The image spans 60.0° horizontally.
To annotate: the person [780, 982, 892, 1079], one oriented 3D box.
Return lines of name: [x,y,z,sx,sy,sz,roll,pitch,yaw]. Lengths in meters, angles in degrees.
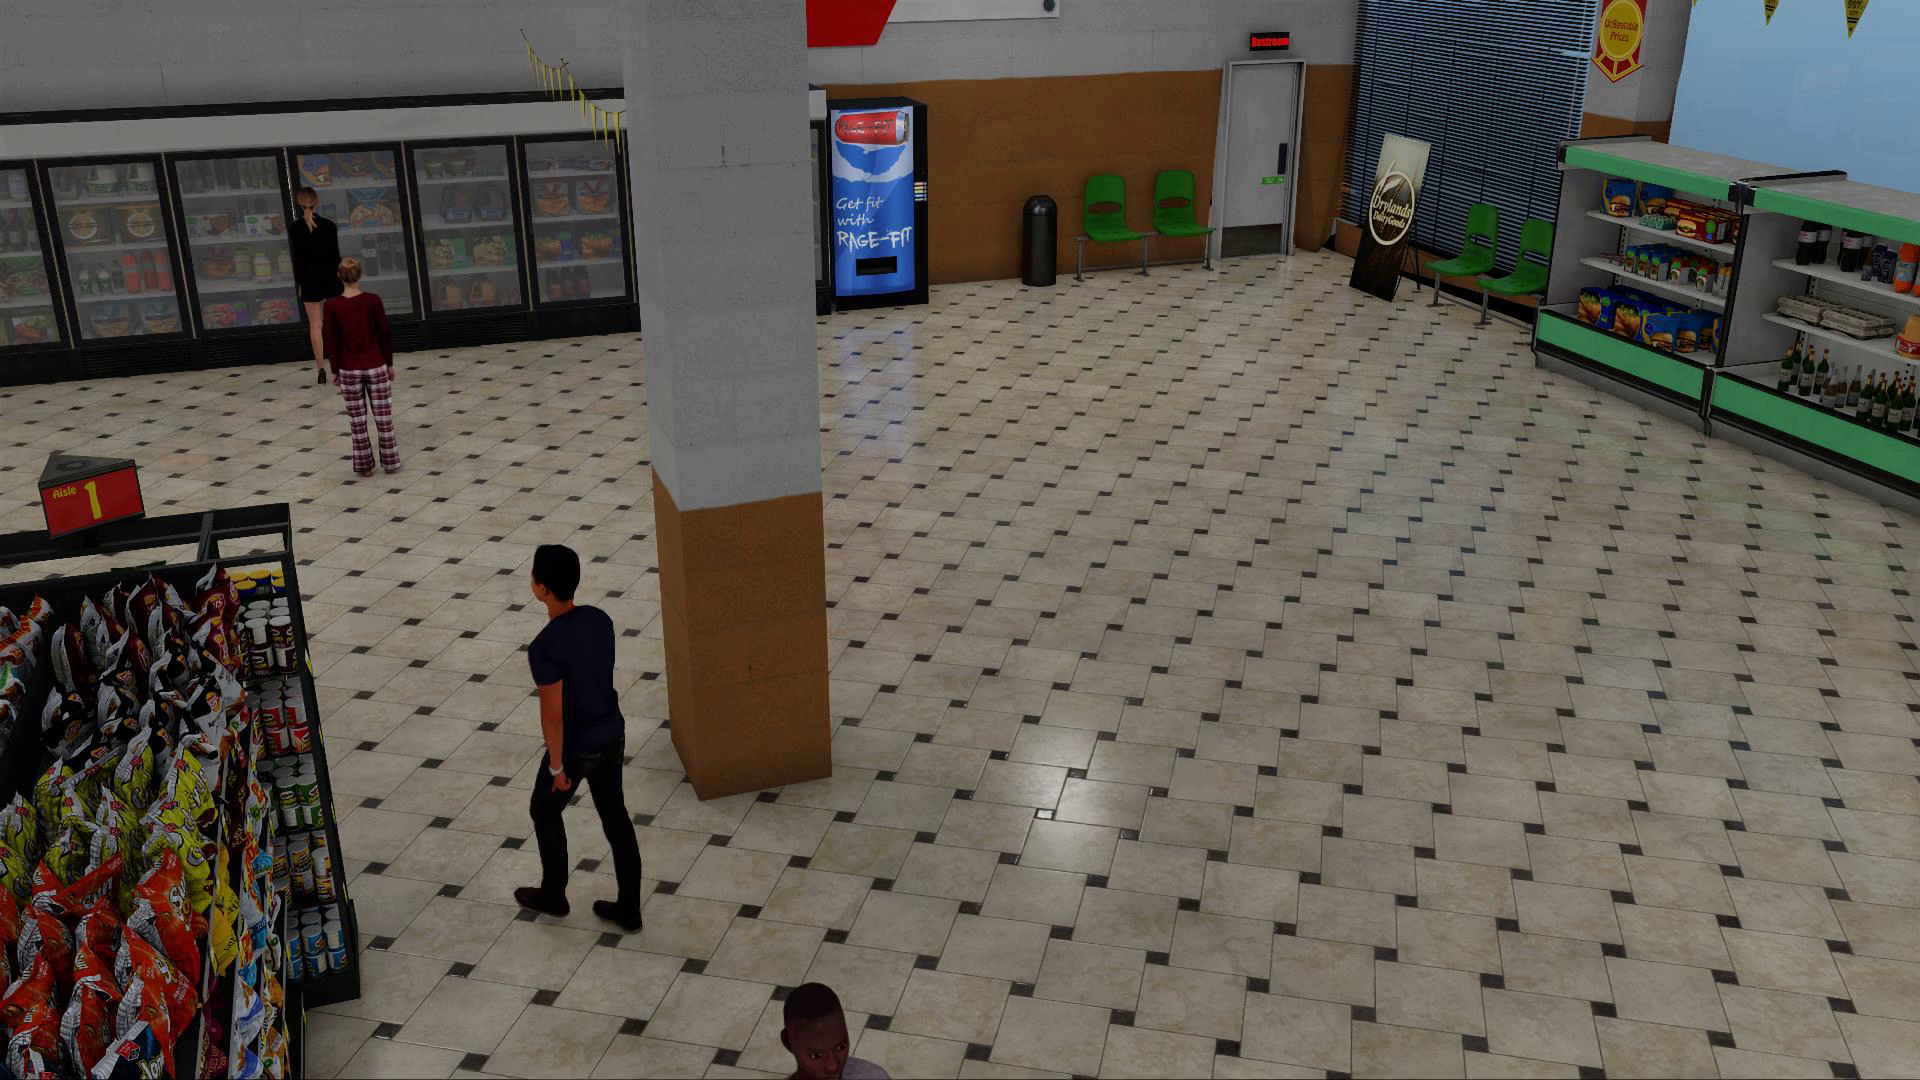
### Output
person: [-0.358,1.920,4.437,0.660,1.771,0.610,-14,26,-32]

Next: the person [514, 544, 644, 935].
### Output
person: [-1.525,0.882,7.016,0.973,1.774,0.895,15,26,32]

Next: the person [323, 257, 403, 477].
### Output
person: [-4.523,-1.316,12.588,0.629,1.698,0.513,-9,24,-22]

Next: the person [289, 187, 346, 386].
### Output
person: [-5.717,-2.273,14.876,0.587,1.768,0.539,-10,24,-24]
